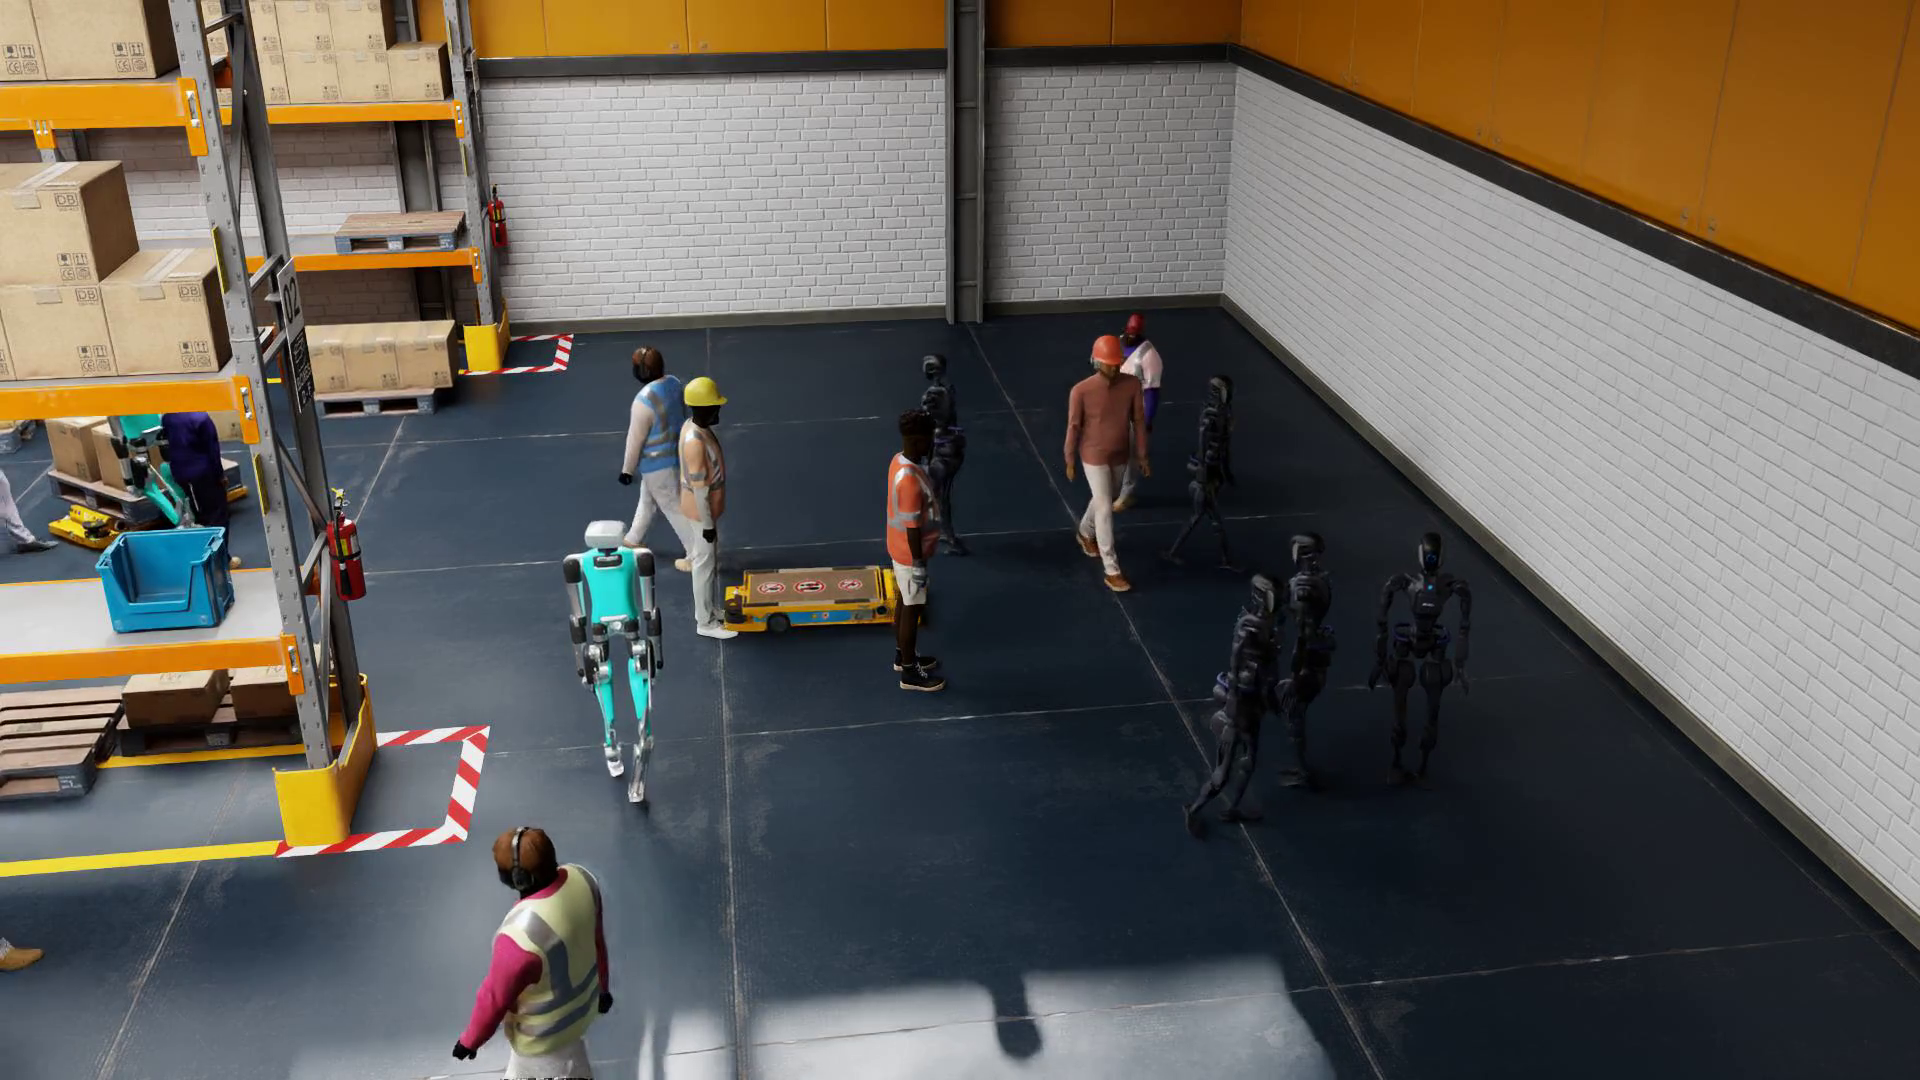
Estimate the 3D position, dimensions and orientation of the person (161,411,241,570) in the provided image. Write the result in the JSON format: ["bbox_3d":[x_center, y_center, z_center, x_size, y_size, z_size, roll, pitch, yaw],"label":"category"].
[{"bbox_3d":[-5.891,-0.519,12.905,0.472,1.604,0.409,9,25,20],"label":"person"}]

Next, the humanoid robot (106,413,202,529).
[{"bbox_3d":[-6.046,-0.454,12.726,0.743,1.879,0.533,14,28,30],"label":"humanoid robot"}]

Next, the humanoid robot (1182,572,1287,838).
[{"bbox_3d":[1.589,0.925,9.546,0.455,1.648,0.622,18,29,35],"label":"humanoid robot"}]

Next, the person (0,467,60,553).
[{"bbox_3d":[-7.829,-0.704,12.992,0.965,1.896,0.562,-4,24,-8],"label":"person"}]

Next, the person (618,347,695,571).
[{"bbox_3d":[-2.388,-0.630,12.946,0.965,1.792,0.632,6,24,14],"label":"person"}]

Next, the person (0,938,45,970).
[{"bbox_3d":[-5.119,1.408,8.199,0.628,1.859,0.636,18,29,34],"label":"person"}]

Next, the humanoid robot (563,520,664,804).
[{"bbox_3d":[-2.006,0.785,9.775,0.543,1.744,0.947,-4,24,-9],"label":"humanoid robot"}]

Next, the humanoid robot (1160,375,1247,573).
[{"bbox_3d":[1.926,-0.514,12.895,0.690,1.639,0.584,14,27,28],"label":"humanoid robot"}]

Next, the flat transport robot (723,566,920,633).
[{"bbox_3d":[-1.034,0.440,12.393,1.431,0.231,0.659,-2,24,-5],"label":"flat transport robot"}]

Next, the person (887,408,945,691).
[{"bbox_3d":[-0.308,0.055,11.163,0.367,1.965,0.602,-3,24,-7],"label":"person"}]

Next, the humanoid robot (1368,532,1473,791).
[{"bbox_3d":[2.771,0.728,9.992,0.589,1.654,0.345,3,24,7],"label":"humanoid robot"}]

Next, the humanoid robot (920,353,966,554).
[{"bbox_3d":[-0.105,-0.675,13.226,0.403,1.667,0.609,10,25,21],"label":"humanoid robot"}]

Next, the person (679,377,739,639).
[{"bbox_3d":[-1.803,-0.237,11.875,0.367,1.928,0.585,-3,24,-7],"label":"person"}]

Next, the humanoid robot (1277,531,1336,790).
[{"bbox_3d":[2.079,0.728,9.992,0.314,1.642,0.596,8,25,17],"label":"humanoid robot"}]

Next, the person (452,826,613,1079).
[{"bbox_3d":[-1.833,1.984,6.979,0.969,1.783,0.622,3,24,7],"label":"person"}]

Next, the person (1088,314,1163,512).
[{"bbox_3d":[1.345,-1.057,13.989,0.627,1.722,0.597,20,31,38],"label":"person"}]

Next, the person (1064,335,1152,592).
[{"bbox_3d":[1.118,-0.664,12.830,0.610,1.952,0.999,-12,26,-25],"label":"person"}]

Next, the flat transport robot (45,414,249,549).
[{"bbox_3d":[-6.865,-0.308,14.099,0.659,0.231,1.431,14,27,29],"label":"flat transport robot"}]
